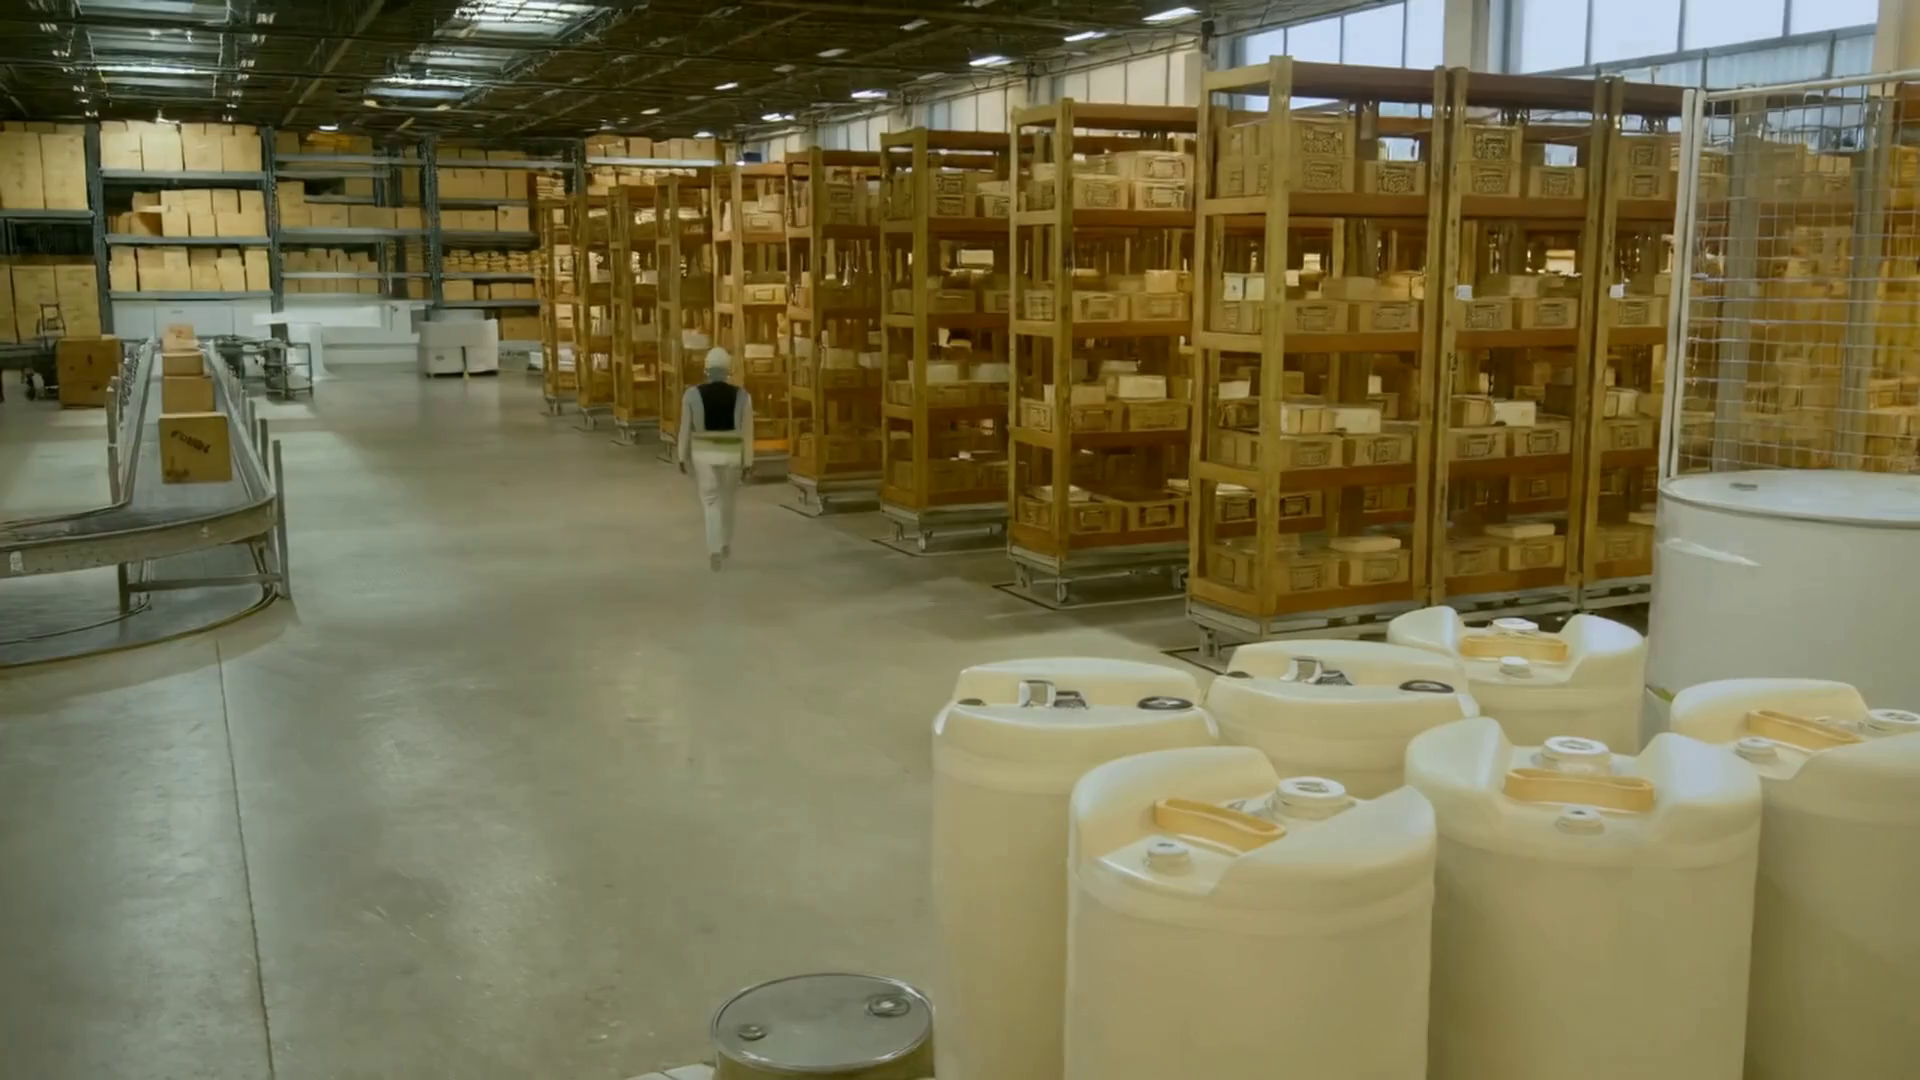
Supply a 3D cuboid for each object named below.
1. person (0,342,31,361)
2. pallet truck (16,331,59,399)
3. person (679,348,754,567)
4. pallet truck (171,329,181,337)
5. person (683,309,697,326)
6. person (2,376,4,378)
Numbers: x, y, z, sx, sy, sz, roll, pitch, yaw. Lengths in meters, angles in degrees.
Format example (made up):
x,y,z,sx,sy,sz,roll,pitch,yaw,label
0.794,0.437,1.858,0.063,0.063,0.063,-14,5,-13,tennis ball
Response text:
x,y,z,sx,sy,sz,roll,pitch,yaw,label
-25.861,-5.882,45.345,1.058,1.993,0.610,-4,10,-24,person
-17.082,-3.353,31.781,1.630,1.274,0.653,-4,10,-25,pallet truck
-2.015,-0.687,13.744,0.586,1.787,0.933,-3,10,-18,person
-17.275,-3.851,35.096,1.601,1.201,0.680,0,9,1,pallet truck
-5.968,-4.558,37.319,0.613,1.933,0.535,2,9,9,person
-21.974,-4.508,37.357,0.651,1.813,0.600,-4,10,-22,person
